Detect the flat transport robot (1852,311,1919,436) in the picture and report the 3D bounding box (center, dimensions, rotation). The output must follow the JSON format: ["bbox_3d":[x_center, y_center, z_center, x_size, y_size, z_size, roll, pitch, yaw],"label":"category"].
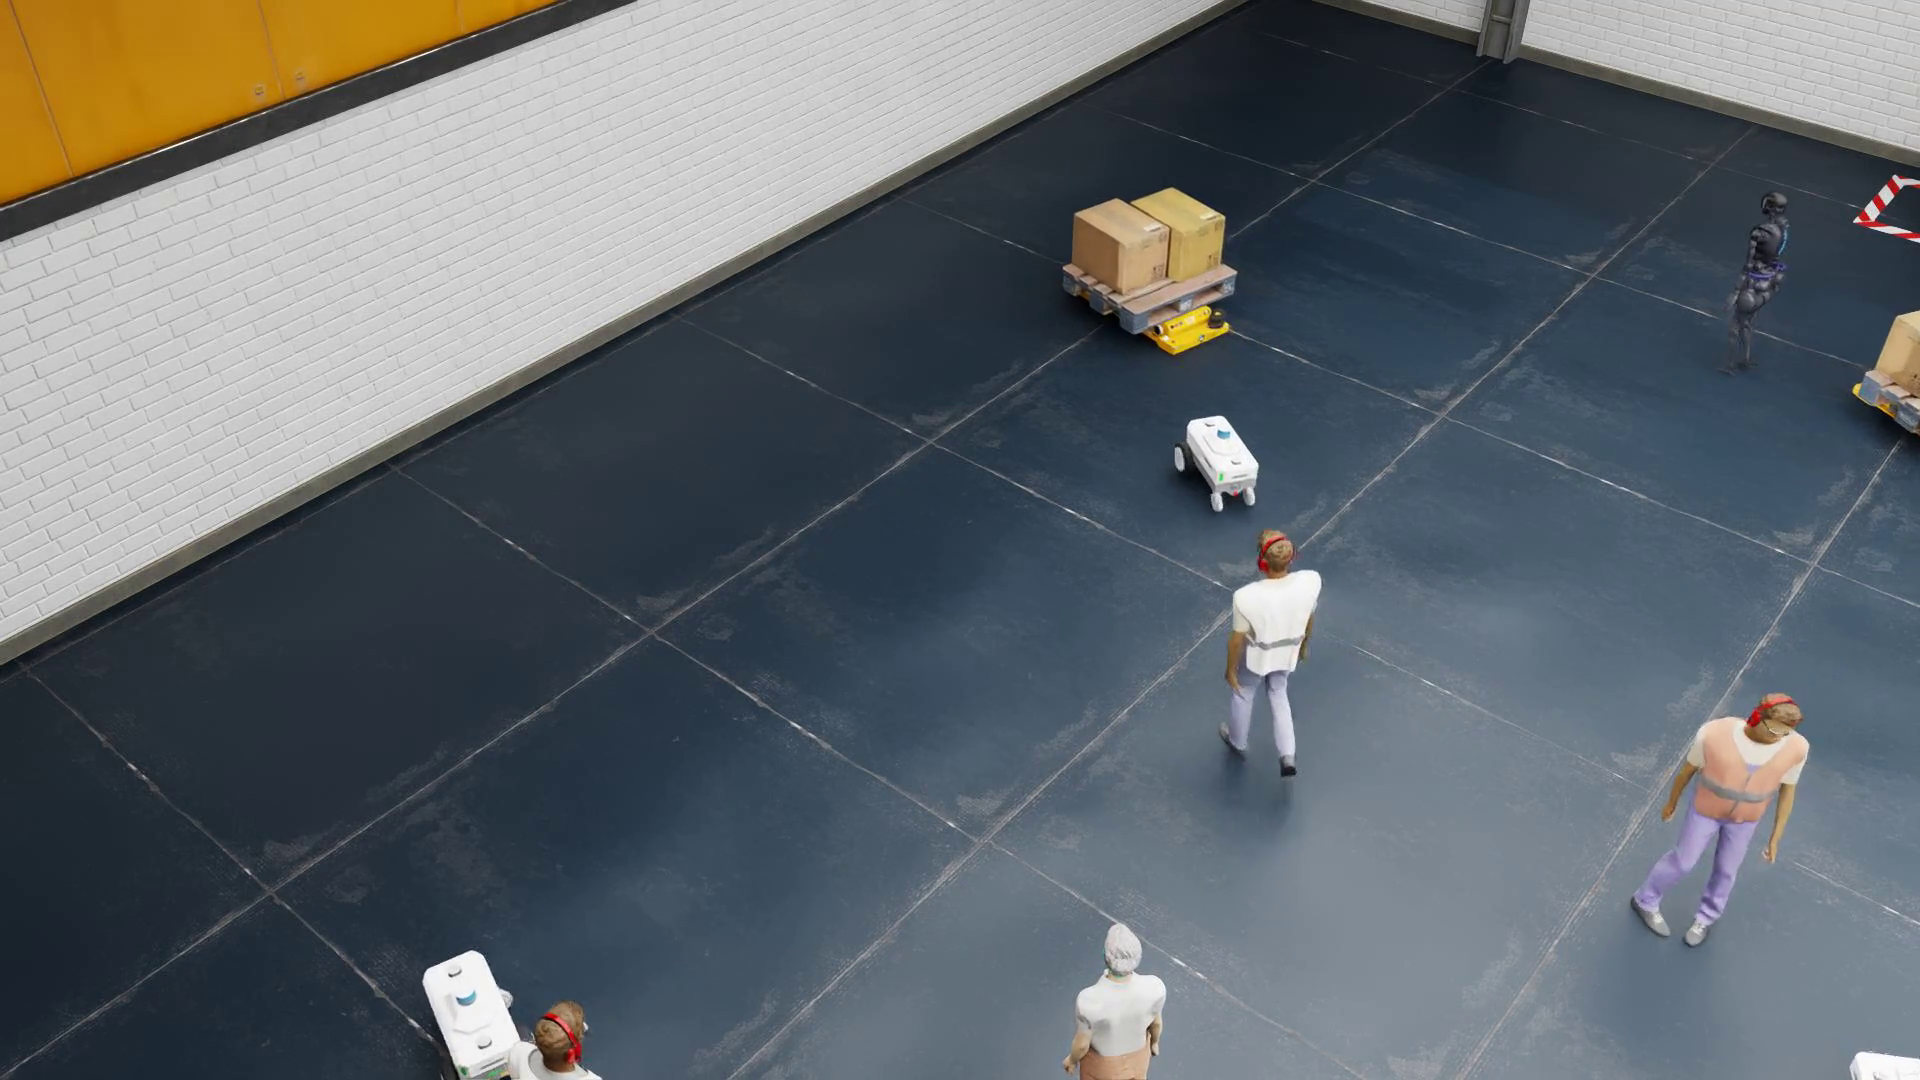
[{"bbox_3d":[8.048,-0.960,13.478,0.659,0.231,1.431,-14,41,-17],"label":"flat transport robot"}]

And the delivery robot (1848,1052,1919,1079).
[{"bbox_3d":[4.949,2.870,8.495,0.765,0.594,0.513,6,39,7],"label":"delivery robot"}]

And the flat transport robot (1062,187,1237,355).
[{"bbox_3d":[1.687,-2.138,14.941,0.659,0.231,1.431,-25,45,-27],"label":"flat transport robot"}]

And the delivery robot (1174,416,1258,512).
[{"bbox_3d":[2.007,-0.638,12.847,0.499,0.591,0.768,-10,40,-12],"label":"delivery robot"}]

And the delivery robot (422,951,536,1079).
[{"bbox_3d":[-2.562,2.589,8.846,0.524,0.596,0.767,-20,43,-23],"label":"delivery robot"}]

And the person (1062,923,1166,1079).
[{"bbox_3d":[0.744,2.468,8.044,0.482,1.748,0.320,-9,40,-11],"label":"person"}]

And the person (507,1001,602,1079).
[{"bbox_3d":[-1.743,2.775,7.598,0.562,1.834,0.408,22,44,25],"label":"person"}]

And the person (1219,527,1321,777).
[{"bbox_3d":[1.891,0.721,10.151,0.579,1.823,0.613,-10,40,-12],"label":"person"}]

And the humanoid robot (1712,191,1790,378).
[{"bbox_3d":[6.605,-2.116,13.799,0.592,1.644,0.346,-26,46,-29],"label":"humanoid robot"}]

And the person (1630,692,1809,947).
[{"bbox_3d":[4.202,1.511,9.172,0.598,1.822,0.479,5,39,6],"label":"person"}]
